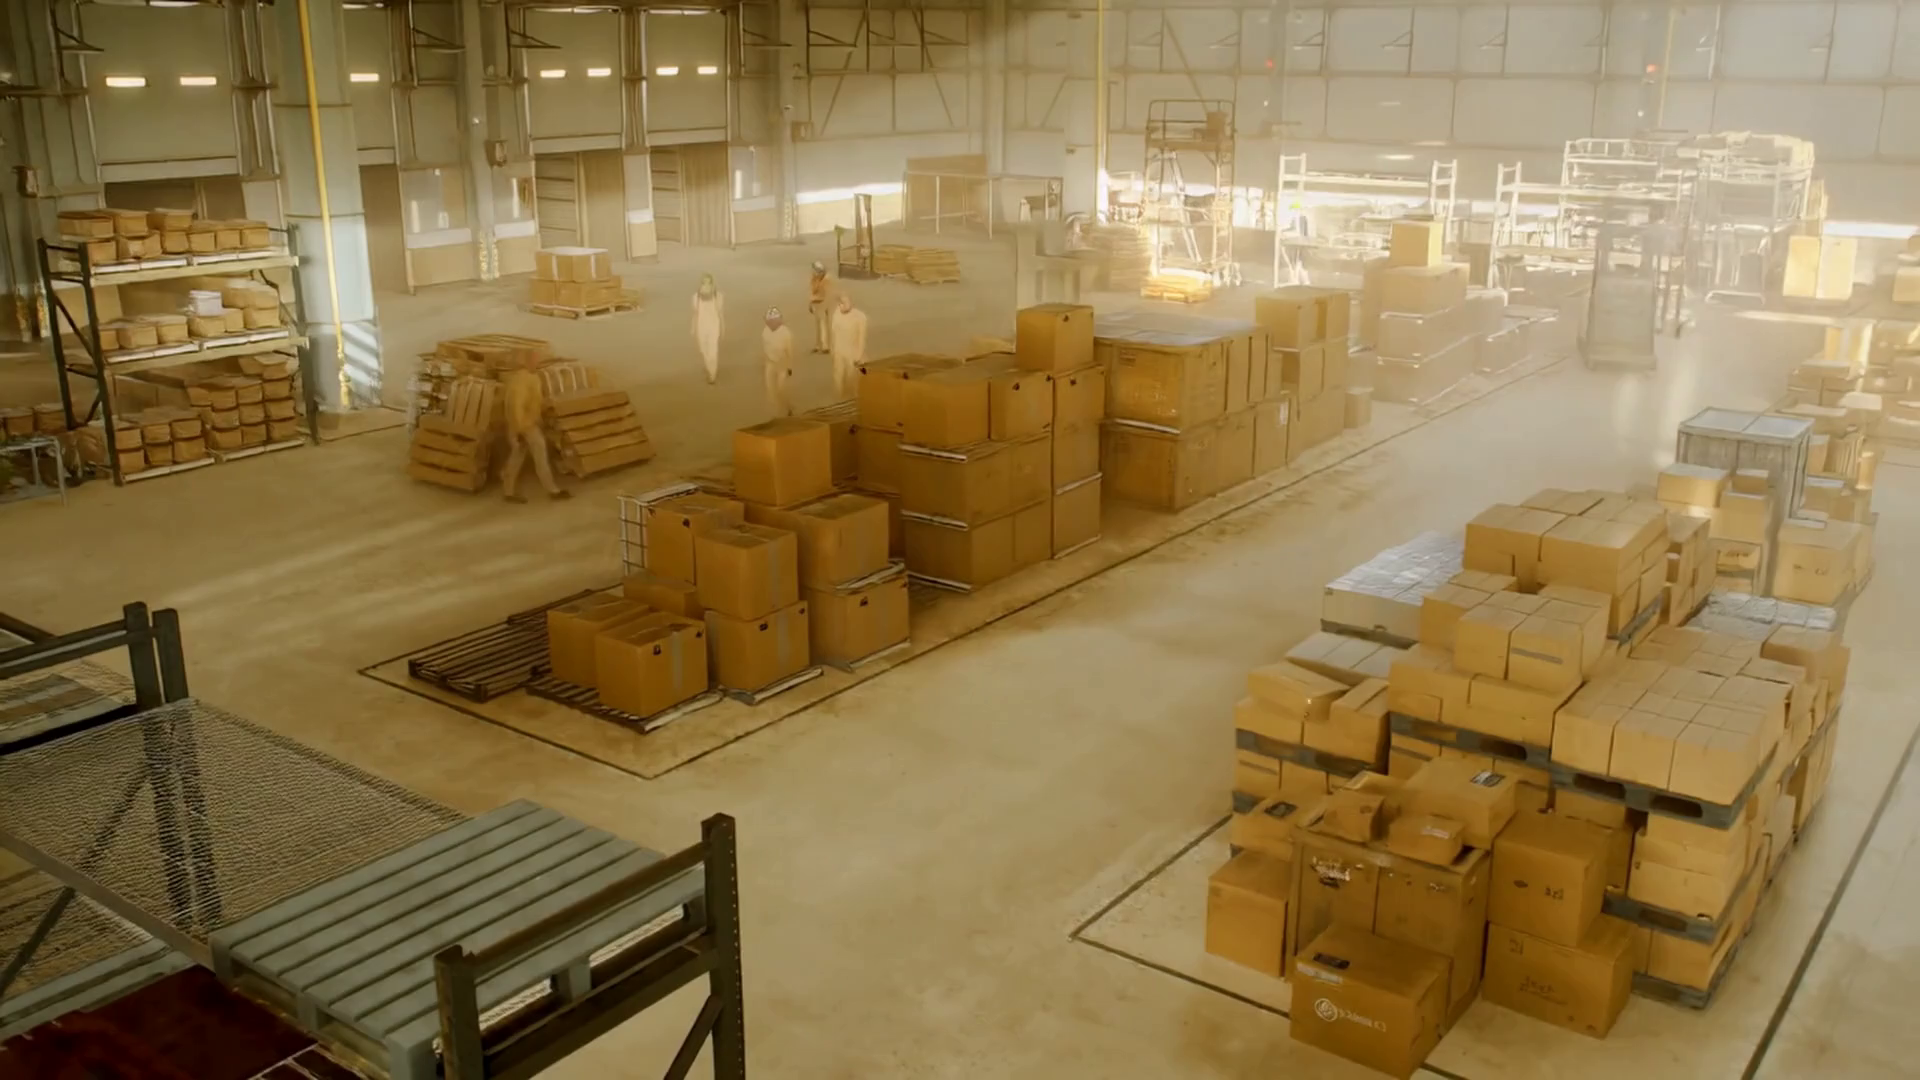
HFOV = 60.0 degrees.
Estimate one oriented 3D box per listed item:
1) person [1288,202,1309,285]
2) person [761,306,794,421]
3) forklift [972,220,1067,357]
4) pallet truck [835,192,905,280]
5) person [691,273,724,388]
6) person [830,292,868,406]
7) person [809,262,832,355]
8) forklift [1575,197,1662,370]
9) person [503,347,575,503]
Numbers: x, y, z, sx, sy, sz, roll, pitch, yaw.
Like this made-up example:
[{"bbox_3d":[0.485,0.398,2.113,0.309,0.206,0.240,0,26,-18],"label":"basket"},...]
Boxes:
[{"bbox_3d":[7.618,-6.629,37.368,0.569,1.914,0.585,-11,20,-31],"label":"person"},{"bbox_3d":[-2.662,-2.518,24.065,0.509,1.728,0.366,7,18,21],"label":"person"},{"bbox_3d":[1.182,-3.333,24.812,1.873,2.768,1.129,12,21,35],"label":"forklift"},{"bbox_3d":[-1.936,-7.159,38.982,1.885,1.965,0.823,-12,21,-34],"label":"pallet truck"},{"bbox_3d":[-4.079,-3.432,26.971,0.521,1.813,0.916,-1,17,-3],"label":"person"},{"bbox_3d":[-1.667,-2.645,24.201,0.617,1.889,0.931,6,18,20],"label":"person"},{"bbox_3d":[-2.469,-4.117,29.516,0.310,1.642,0.514,-16,23,-42],"label":"person"},{"bbox_3d":[11.394,-4.480,28.610,1.129,2.768,1.873,4,17,12],"label":"forklift"},{"bbox_3d":[-5.131,-1.371,20.003,0.923,1.885,0.657,-3,17,-9],"label":"person"}]
